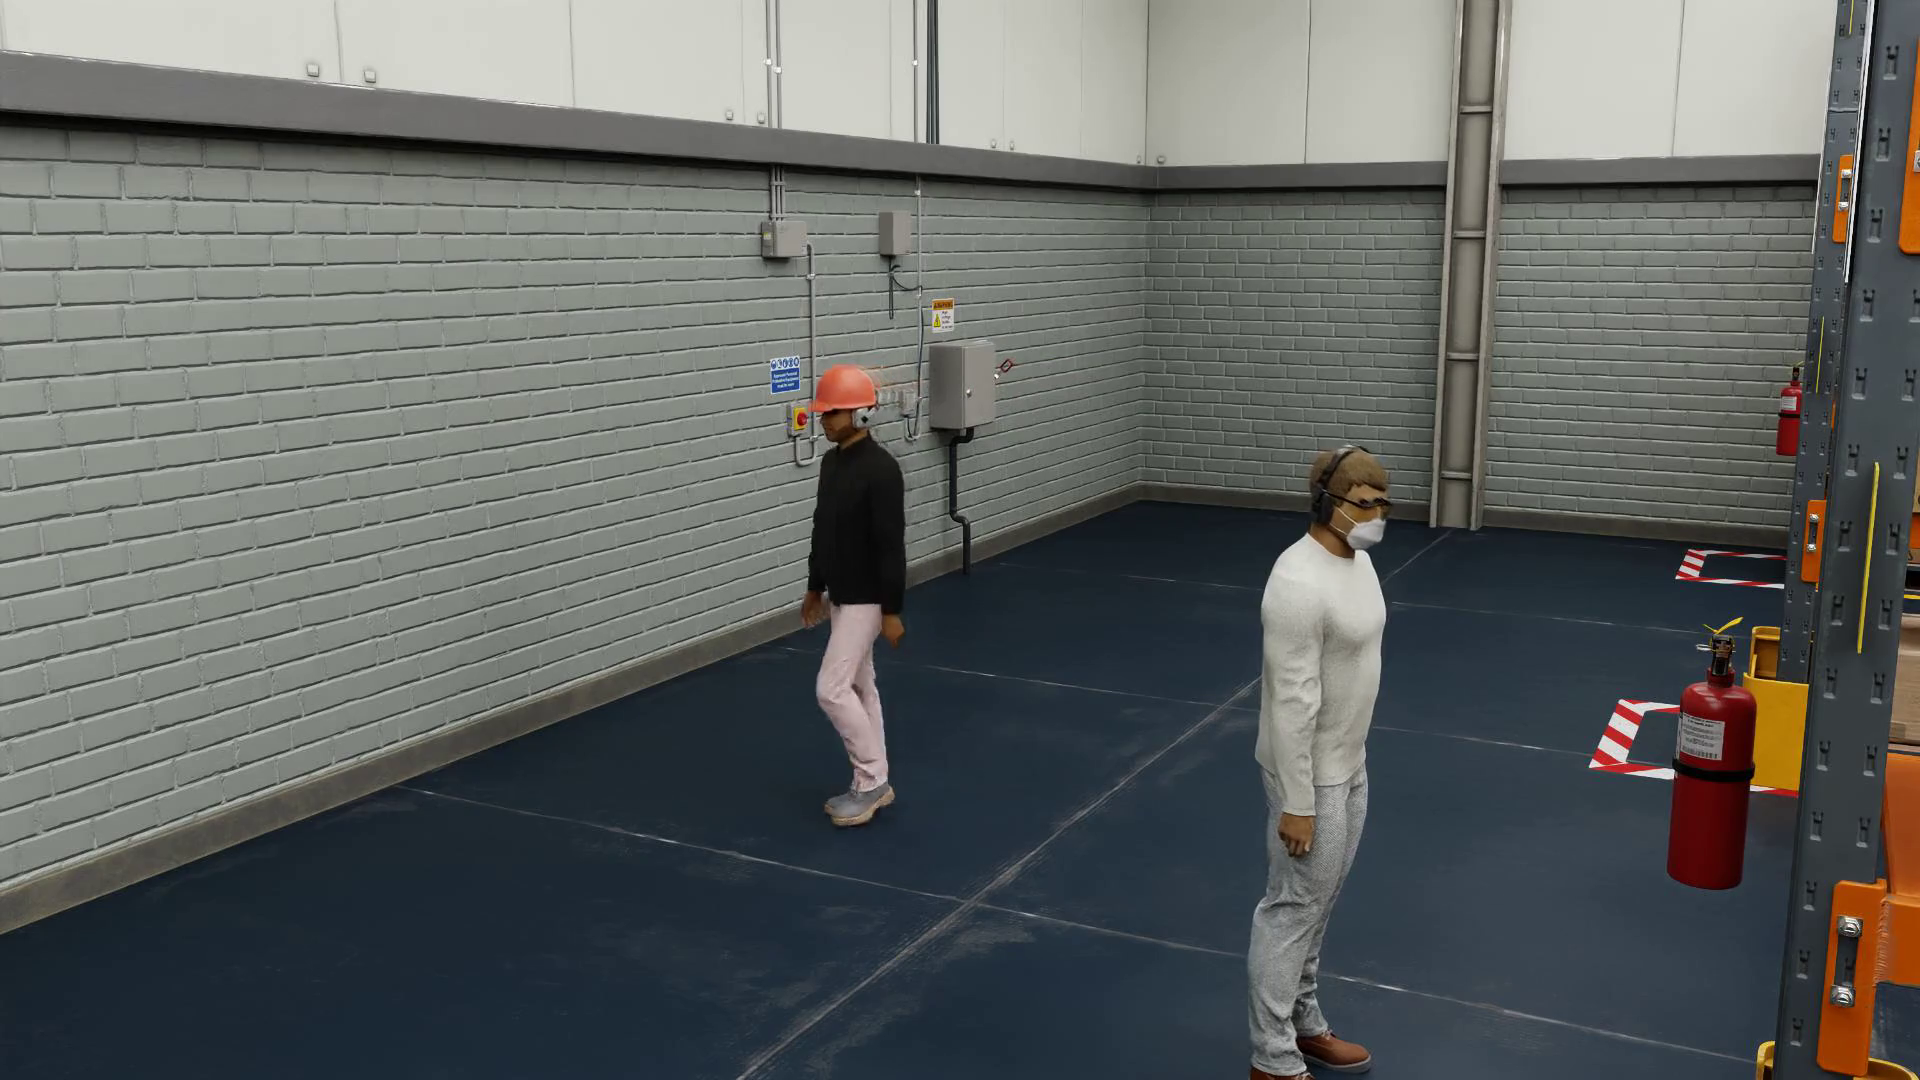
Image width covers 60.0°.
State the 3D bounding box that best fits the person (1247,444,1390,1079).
[{"bbox_3d":[1.041,0.680,4.826,0.352,1.933,0.634,5,12,27],"label":"person"}]

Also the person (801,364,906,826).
[{"bbox_3d":[-0.496,0.240,7.115,0.503,1.979,0.621,-5,11,-24],"label":"person"}]
